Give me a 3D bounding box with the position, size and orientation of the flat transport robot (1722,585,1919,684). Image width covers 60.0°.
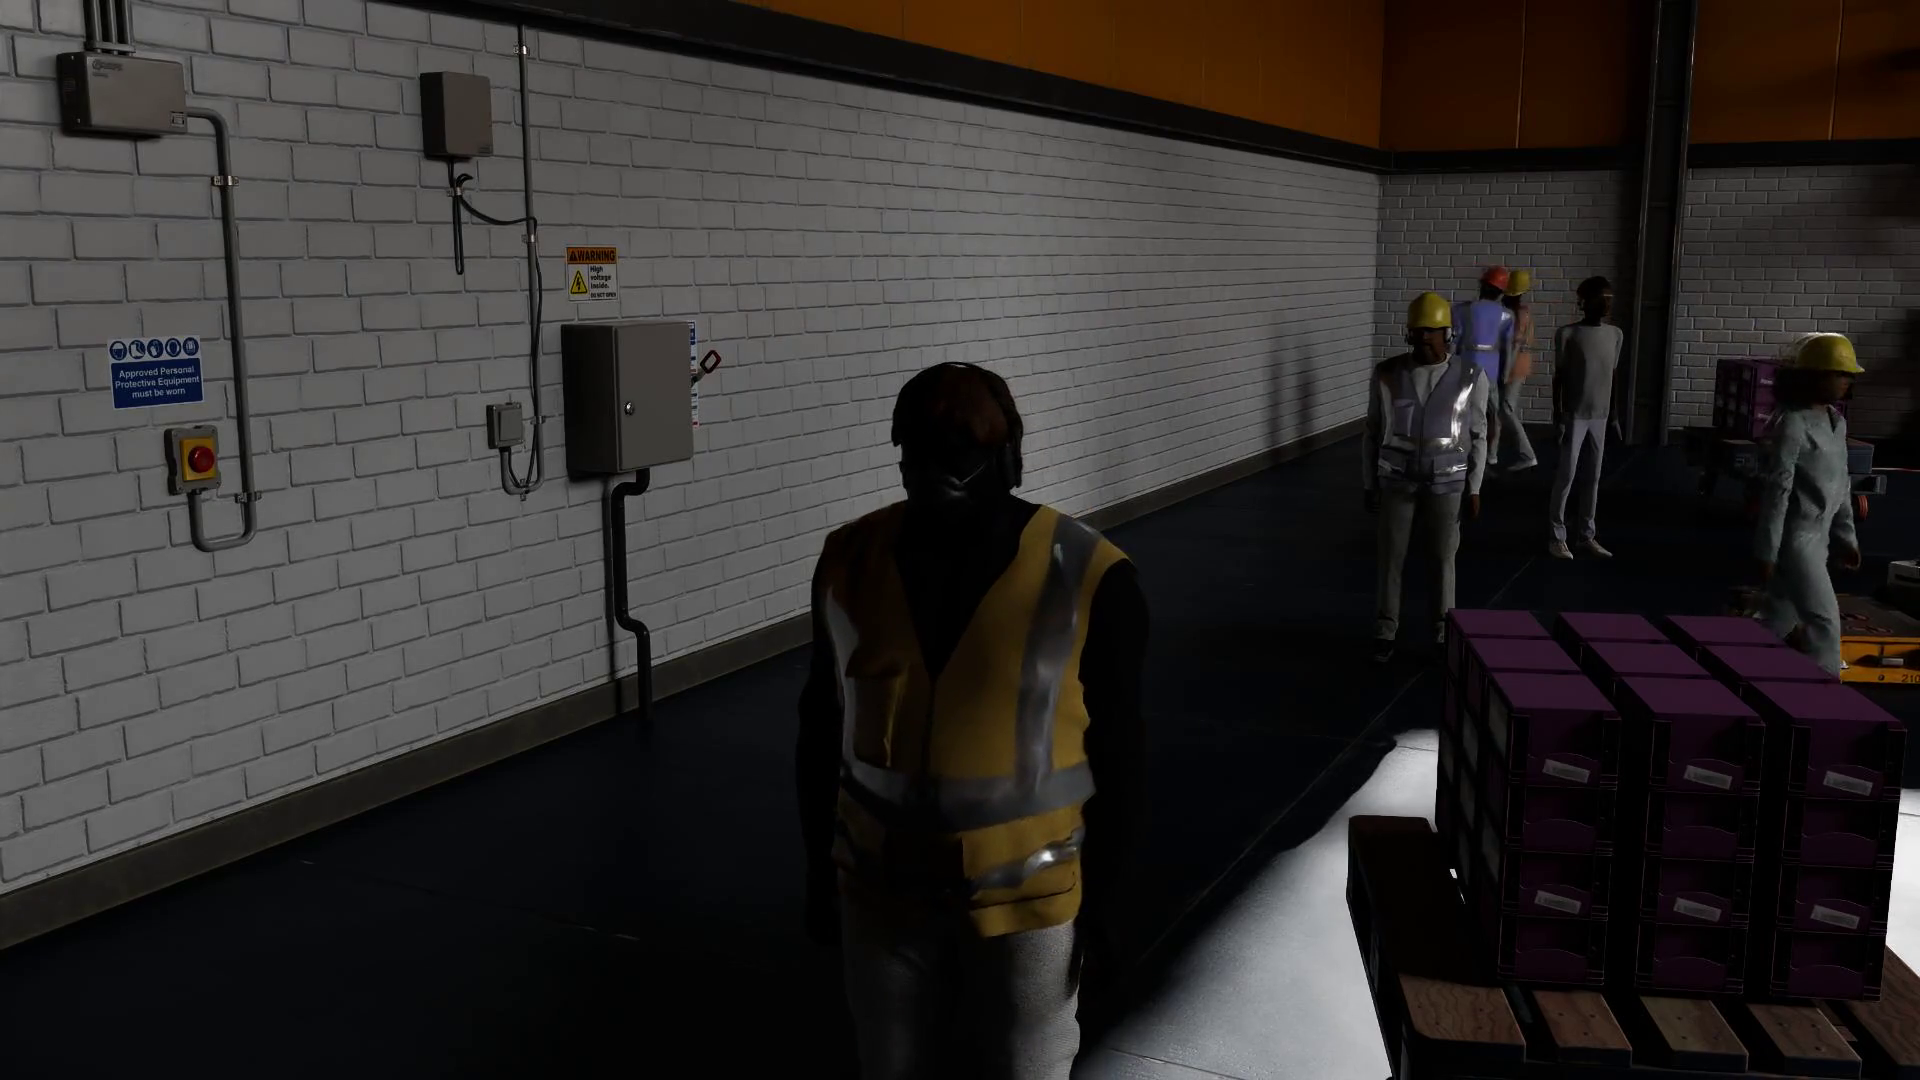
[{"bbox_3d":[4.394,0.458,8.339,0.652,0.197,1.431,1,10,7],"label":"flat transport robot"}]

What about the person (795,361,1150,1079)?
[{"bbox_3d":[0.000,0.608,2.930,0.633,1.841,0.429,3,10,18],"label":"person"}]

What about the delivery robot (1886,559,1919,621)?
[{"bbox_3d":[5.206,0.211,8.677,0.707,0.478,0.477,-4,11,-22],"label":"delivery robot"}]

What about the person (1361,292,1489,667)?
[{"bbox_3d":[2.264,-0.291,8.159,0.595,1.832,0.404,3,10,19],"label":"person"}]

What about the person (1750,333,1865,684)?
[{"bbox_3d":[3.441,-0.005,6.885,0.487,1.713,0.832,-10,14,-44],"label":"person"}]

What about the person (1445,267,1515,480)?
[{"bbox_3d":[4.570,-1.459,14.785,0.660,1.893,0.330,0,10,0],"label":"person"}]

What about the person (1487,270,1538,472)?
[{"bbox_3d":[5.114,-1.575,15.516,0.583,1.871,0.637,2,10,11],"label":"person"}]

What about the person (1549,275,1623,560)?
[{"bbox_3d":[4.151,-0.804,11.013,0.517,1.875,0.324,-3,10,-15],"label":"person"}]
